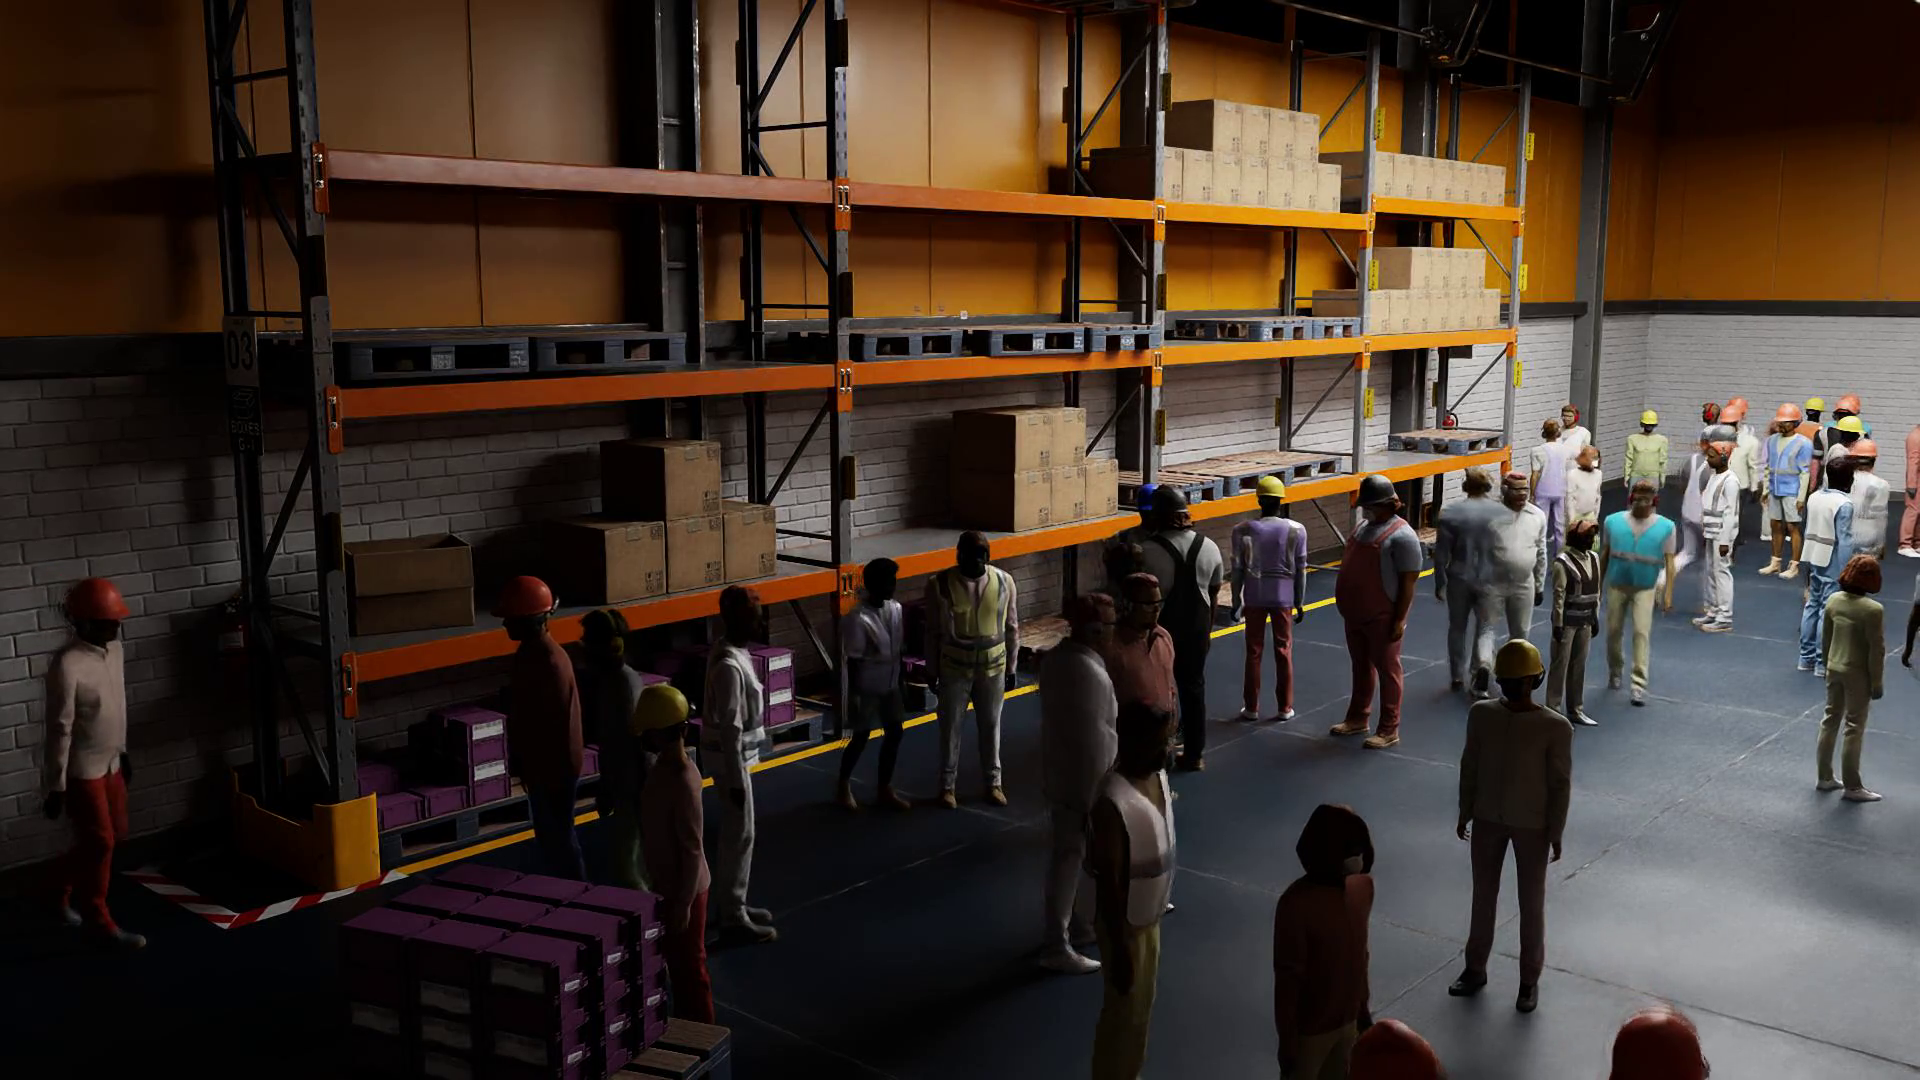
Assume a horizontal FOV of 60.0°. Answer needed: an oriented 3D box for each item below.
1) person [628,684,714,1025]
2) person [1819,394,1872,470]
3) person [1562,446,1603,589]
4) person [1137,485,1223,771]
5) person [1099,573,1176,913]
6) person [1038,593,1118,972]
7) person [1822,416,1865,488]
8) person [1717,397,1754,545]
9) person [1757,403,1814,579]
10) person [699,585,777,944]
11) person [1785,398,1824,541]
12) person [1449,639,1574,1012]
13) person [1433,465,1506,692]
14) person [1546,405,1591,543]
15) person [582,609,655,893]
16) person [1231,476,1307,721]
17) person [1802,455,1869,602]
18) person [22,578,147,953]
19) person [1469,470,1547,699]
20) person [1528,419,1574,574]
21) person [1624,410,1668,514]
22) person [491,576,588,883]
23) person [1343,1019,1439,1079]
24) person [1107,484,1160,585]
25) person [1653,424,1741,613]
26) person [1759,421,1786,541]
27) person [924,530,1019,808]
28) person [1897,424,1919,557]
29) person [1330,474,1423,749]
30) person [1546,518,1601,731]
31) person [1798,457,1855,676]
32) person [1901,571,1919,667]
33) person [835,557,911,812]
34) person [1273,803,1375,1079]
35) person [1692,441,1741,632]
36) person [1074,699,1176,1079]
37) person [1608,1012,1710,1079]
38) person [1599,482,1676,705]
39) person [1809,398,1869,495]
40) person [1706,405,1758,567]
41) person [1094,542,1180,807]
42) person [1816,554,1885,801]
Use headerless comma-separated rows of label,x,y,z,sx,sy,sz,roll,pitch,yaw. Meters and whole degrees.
person,-1.218,1.466,7.016,0.320,1.766,0.523,-4,9,-22
person,11.378,-0.878,21.383,0.625,1.992,0.389,1,9,5
person,6.963,-0.242,18.527,0.535,1.610,0.608,-3,9,-18
person,1.457,0.614,11.615,0.681,2.000,0.535,-3,9,-18
person,0.939,1.112,8.886,0.636,1.899,0.400,-7,12,-40
person,0.648,1.206,8.360,0.651,1.882,0.683,-2,9,-13
person,9.992,-0.450,18.877,0.396,1.920,0.587,5,10,29
person,10.068,-0.893,21.666,0.542,1.939,0.361,-1,9,-5
person,9.523,-0.563,19.238,0.410,2.036,0.608,-3,9,-19
person,-1.163,1.155,8.663,0.380,1.880,0.588,-1,9,-7
person,11.147,-0.912,21.863,0.394,1.918,0.583,-7,11,-38
person,2.603,1.333,7.862,0.523,1.769,0.315,7,11,37
person,4.232,0.342,13.748,0.634,1.925,0.575,2,9,14
person,7.960,-0.852,21.729,0.402,1.835,0.562,-5,10,-32
person,-1.662,1.242,8.192,0.352,1.856,0.551,-3,9,-21
person,2.401,0.462,12.985,0.585,1.920,0.382,1,9,8
person,9.254,-0.083,17.441,0.543,1.657,0.899,-3,9,-16
person,-4.486,1.148,8.450,0.707,1.963,0.640,0,9,-3
person,4.518,0.366,13.694,0.653,1.899,0.400,-1,9,-3
person,6.845,-0.484,19.336,0.505,1.842,0.345,0,9,-3
person,8.979,-0.823,21.795,0.527,1.762,0.340,3,9,21
person,-2.110,1.152,8.374,0.431,1.981,0.631,-4,10,-25
person,0.983,1.965,3.883,0.566,1.729,0.388,-2,9,-13
person,1.384,0.548,12.334,0.604,1.949,0.389,0,9,-2
person,7.591,-0.231,17.069,0.838,2.000,0.693,-2,9,-13
person,10.787,-0.785,22.013,0.394,1.618,0.566,4,10,26
person,0.076,0.839,10.850,0.629,1.837,0.430,-2,9,-10
person,12.049,-0.730,20.769,0.651,1.899,0.397,-6,11,-33
person,3.039,0.508,12.300,0.537,2.000,0.678,-4,10,-23
person,4.707,0.642,12.752,0.516,1.632,0.314,-6,11,-33
person,7.563,0.230,14.487,0.382,1.918,0.596,0,9,-2
person,6.779,0.769,11.394,0.527,1.795,0.920,3,9,21
person,-0.597,0.934,10.733,0.532,1.675,0.570,7,11,37
person,1.283,1.711,5.850,0.501,1.633,0.281,-7,12,-40
person,7.465,-0.042,16.372,0.338,1.877,0.573,1,9,8
person,0.678,1.507,6.619,0.385,1.823,0.690,4,10,22
person,1.654,1.944,4.019,0.590,1.725,0.465,4,10,25
person,5.552,0.415,13.732,0.628,1.784,0.843,4,10,26
person,10.599,-0.690,20.078,0.612,2.031,0.403,5,10,29
person,9.335,-0.673,20.166,0.666,1.964,0.695,7,11,39
person,1.098,0.913,10.441,0.898,1.808,0.534,-4,10,-22
person,5.934,0.903,11.059,0.283,1.634,0.498,-2,9,-12
